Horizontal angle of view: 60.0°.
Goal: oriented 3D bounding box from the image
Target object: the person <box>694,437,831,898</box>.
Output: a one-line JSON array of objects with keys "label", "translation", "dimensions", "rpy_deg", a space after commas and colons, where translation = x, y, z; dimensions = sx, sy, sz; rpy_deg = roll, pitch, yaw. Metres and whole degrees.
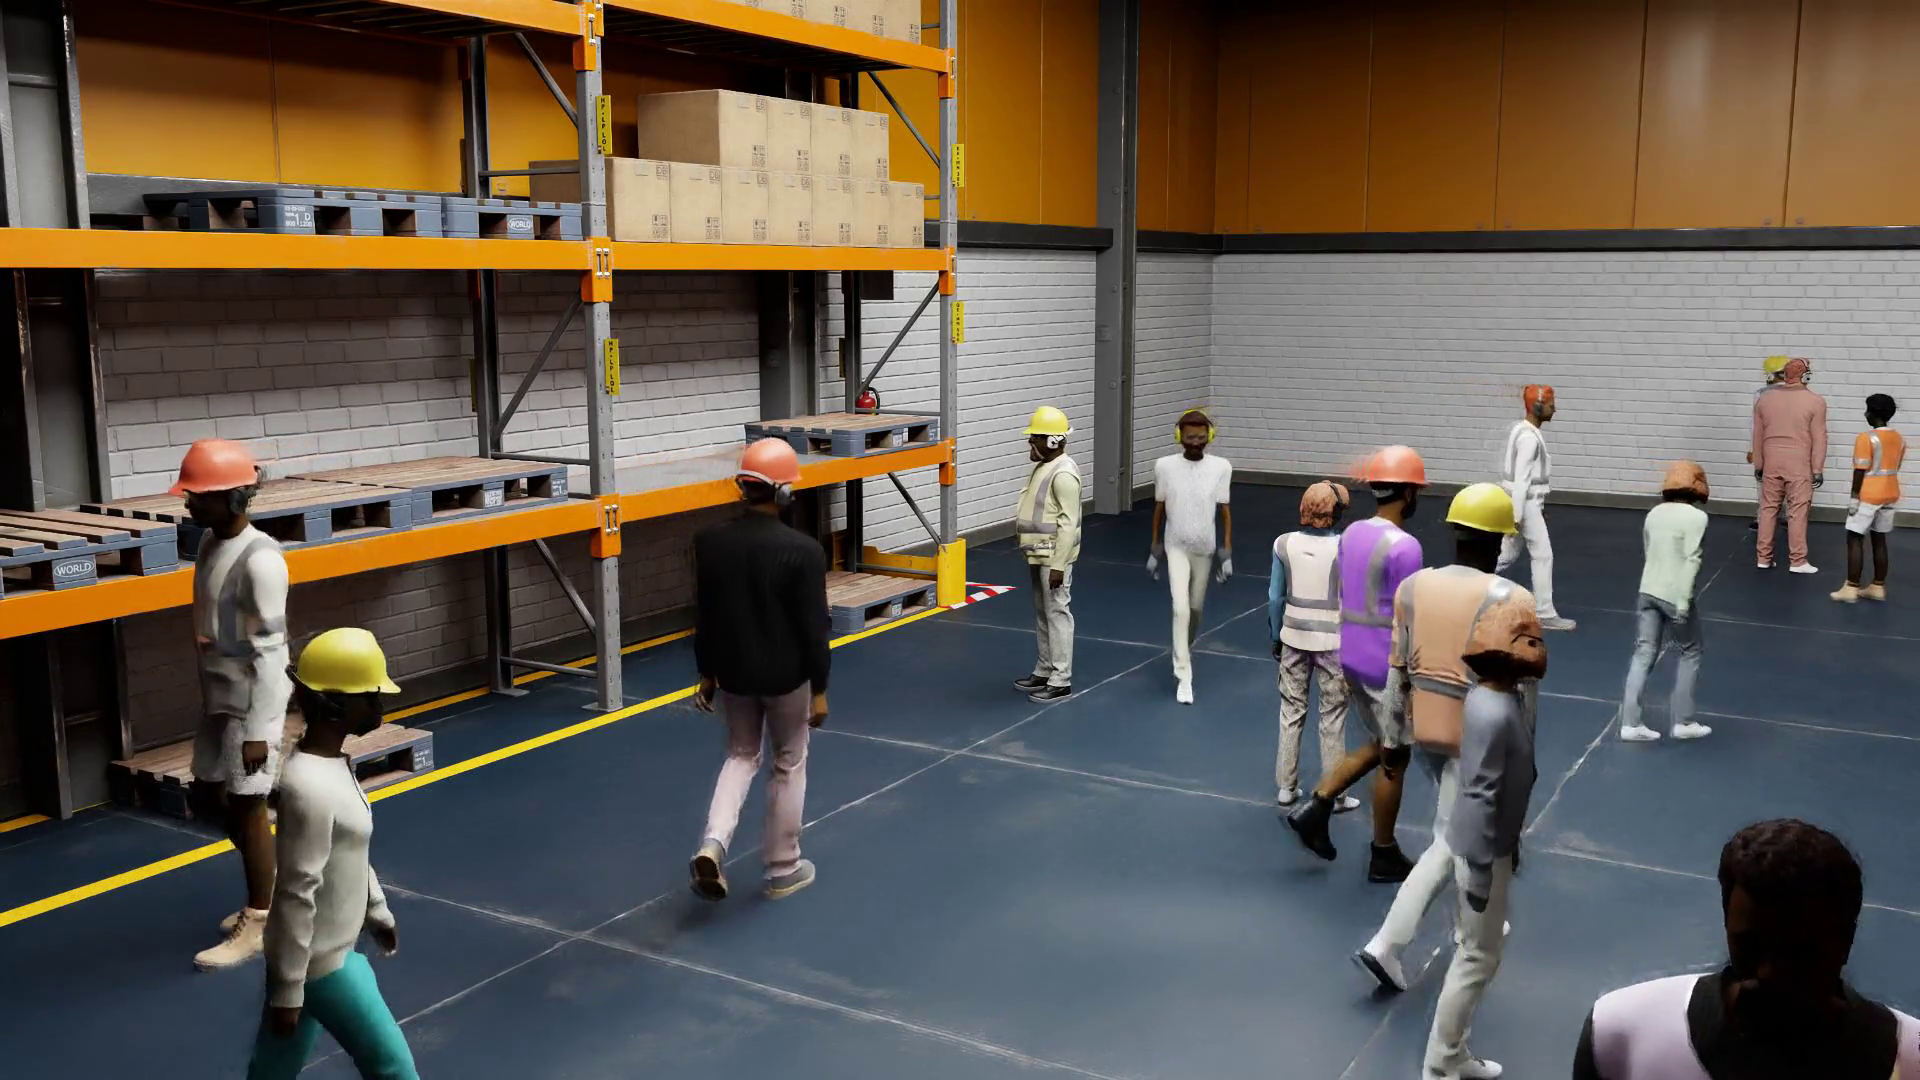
[{"label": "person", "translation": [-0.836, 0.563, 6.907], "dimensions": [0.630, 1.972, 0.622], "rpy_deg": [4, 10, 22]}]

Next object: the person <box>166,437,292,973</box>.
[{"label": "person", "translation": [-2.792, 0.617, 6.384], "dimensions": [0.423, 2.039, 0.647], "rpy_deg": [-8, 12, -42]}]

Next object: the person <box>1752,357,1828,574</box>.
[{"label": "person", "translation": [7.364, -0.659, 14.749], "dimensions": [0.400, 1.910, 0.643], "rpy_deg": [-6, 11, -34]}]

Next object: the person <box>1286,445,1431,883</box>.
[{"label": "person", "translation": [1.788, 0.548, 7.210], "dimensions": [0.540, 1.913, 0.598], "rpy_deg": [-2, 9, -10]}]

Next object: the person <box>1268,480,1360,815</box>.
[{"label": "person", "translation": [1.761, 0.527, 8.184], "dimensions": [0.525, 1.639, 0.307], "rpy_deg": [7, 11, 37]}]

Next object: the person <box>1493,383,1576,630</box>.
[{"label": "person", "translation": [4.125, -0.248, 12.386], "dimensions": [0.908, 1.854, 0.571], "rpy_deg": [2, 9, 11]}]

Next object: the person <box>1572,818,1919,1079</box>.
[{"label": "person", "translation": [1.253, 1.311, 2.633], "dimensions": [0.620, 1.860, 0.987], "rpy_deg": [6, 11, 31]}]

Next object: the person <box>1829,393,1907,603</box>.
[{"label": "person", "translation": [7.357, -0.334, 13.399], "dimensions": [0.548, 1.688, 0.336], "rpy_deg": [-4, 10, -26]}]

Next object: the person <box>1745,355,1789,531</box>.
[{"label": "person", "translation": [8.393, -0.983, 17.095], "dimensions": [0.649, 1.804, 0.429], "rpy_deg": [-2, 9, -11]}]

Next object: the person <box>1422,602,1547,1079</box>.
[{"label": "person", "translation": [1.683, 1.003, 5.318], "dimensions": [0.303, 1.609, 0.597], "rpy_deg": [4, 10, 21]}]

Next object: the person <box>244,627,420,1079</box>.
[{"label": "person", "translation": [-1.617, 1.080, 4.463], "dimensions": [0.945, 1.706, 0.534], "rpy_deg": [-4, 10, -21]}]

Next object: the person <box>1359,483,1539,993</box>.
[{"label": "person", "translation": [1.828, 0.724, 6.231], "dimensions": [0.956, 1.886, 0.578], "rpy_deg": [-6, 11, -33]}]

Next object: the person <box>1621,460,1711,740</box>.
[{"label": "person", "translation": [4.029, 0.343, 9.441], "dimensions": [0.654, 1.585, 0.524], "rpy_deg": [-3, 10, -18]}]

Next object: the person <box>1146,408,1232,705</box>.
[{"label": "person", "translation": [1.459, 0.058, 10.591], "dimensions": [0.532, 1.817, 0.975], "rpy_deg": [0, 9, 1]}]

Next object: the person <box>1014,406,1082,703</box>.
[{"label": "person", "translation": [0.544, 0.086, 10.333], "dimensions": [0.403, 1.833, 0.590], "rpy_deg": [-2, 9, -13]}]
